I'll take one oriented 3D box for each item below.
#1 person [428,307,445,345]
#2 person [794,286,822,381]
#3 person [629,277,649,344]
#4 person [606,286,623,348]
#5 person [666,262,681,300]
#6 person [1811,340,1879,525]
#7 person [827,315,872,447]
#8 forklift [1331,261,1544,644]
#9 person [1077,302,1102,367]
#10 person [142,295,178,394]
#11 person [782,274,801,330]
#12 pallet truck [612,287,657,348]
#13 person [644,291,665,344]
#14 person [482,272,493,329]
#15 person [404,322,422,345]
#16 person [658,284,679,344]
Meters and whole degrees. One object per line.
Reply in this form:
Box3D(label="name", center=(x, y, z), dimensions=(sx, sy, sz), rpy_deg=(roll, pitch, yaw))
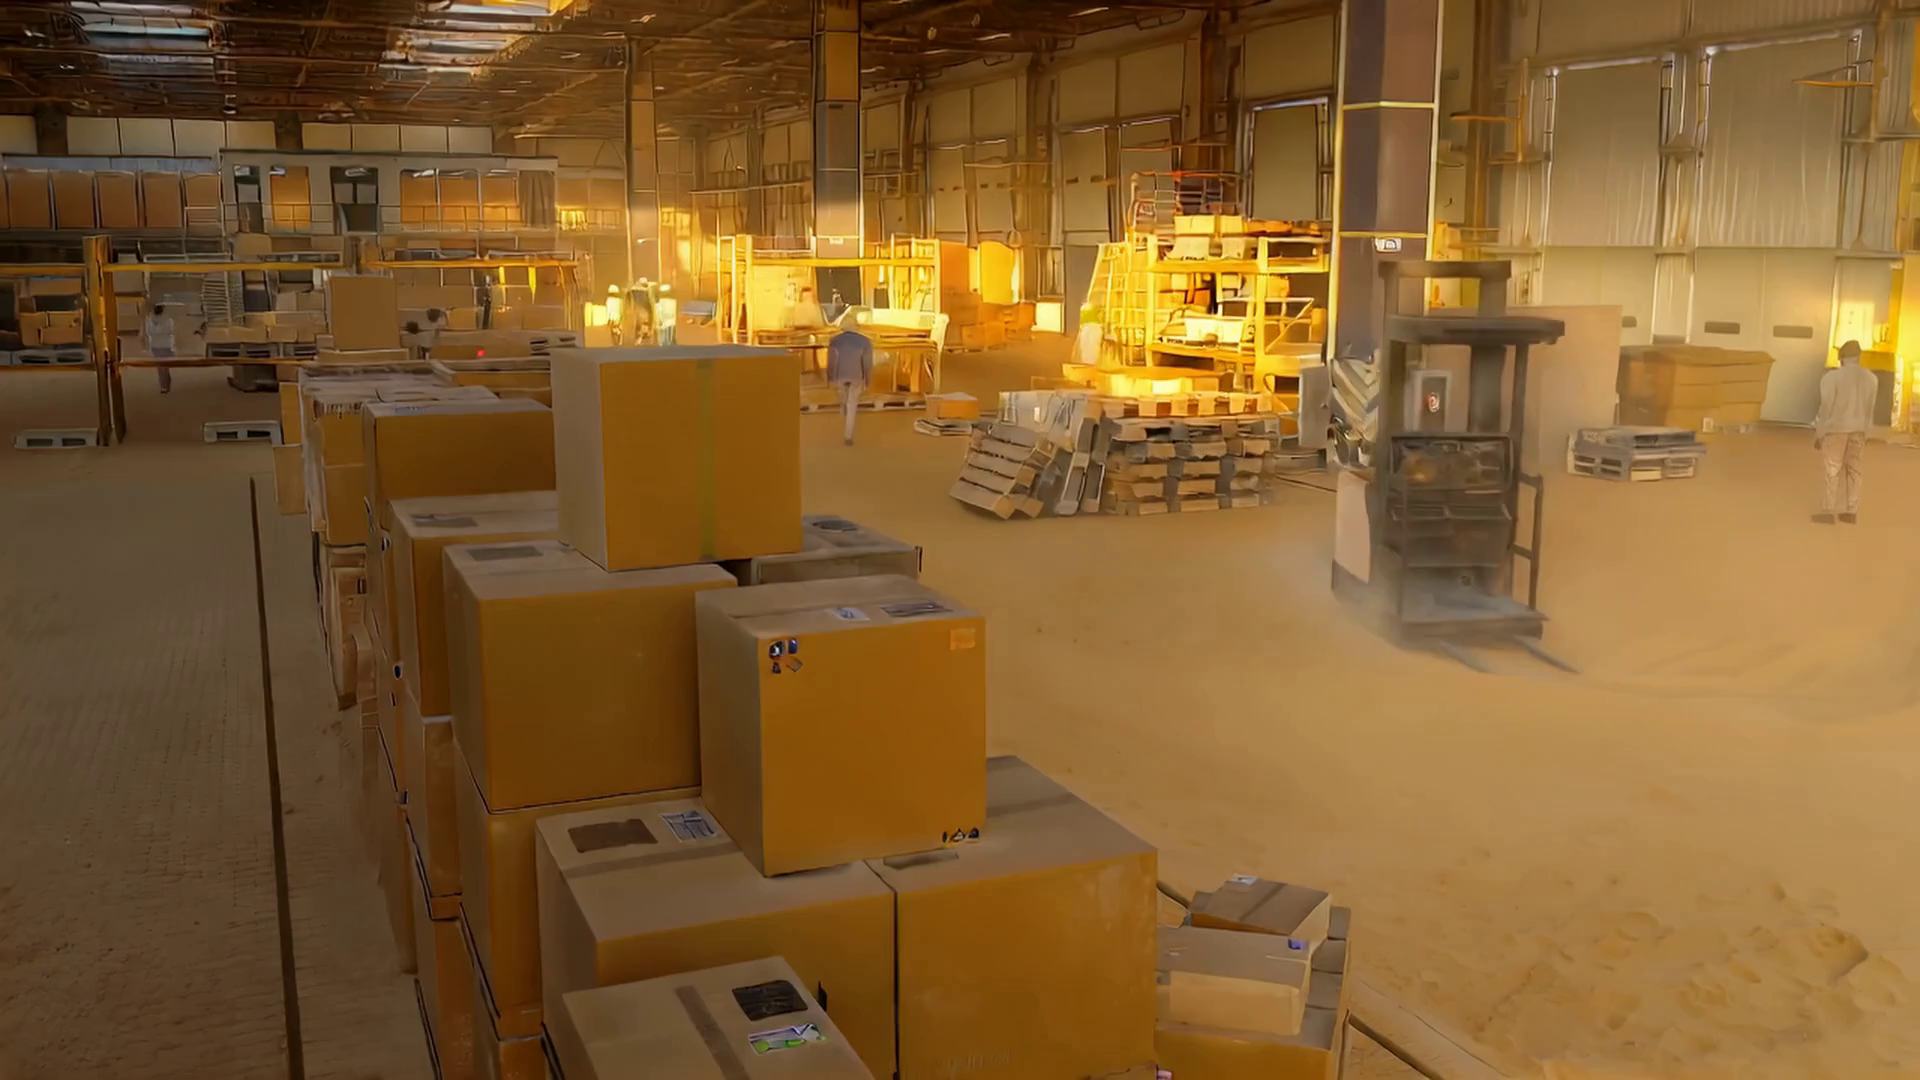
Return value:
Box3D(label="person", center=(-10.007, -3.612, 31.856), dimensions=(0.318, 1.697, 0.535), rpy_deg=(-7, 12, -34))
Box3D(label="person", center=(-3.201, -4.344, 35.067), dimensions=(0.609, 1.995, 0.376), rpy_deg=(-2, 10, -11))
Box3D(label="person", center=(-9.157, -6.515, 47.297), dimensions=(0.618, 1.911, 0.696), rpy_deg=(3, 11, 16))
Box3D(label="person", center=(-9.133, -5.831, 43.957), dimensions=(0.487, 1.744, 0.294), rpy_deg=(3, 11, 15))
Box3D(label="person", center=(-12.324, -10.970, 71.636), dimensions=(0.648, 1.972, 0.532), rpy_deg=(3, 11, 18))
Box3D(label="person", center=(9.271, -1.121, 17.458), dimensions=(0.636, 1.938, 0.354), rpy_deg=(-1, 10, -7))
Box3D(label="person", center=(-1.593, -2.336, 24.303), dimensions=(0.622, 1.880, 0.998), rpy_deg=(2, 10, 11))
Box3D(label="forklift", center=(3.683, -0.762, 12.888), dimensions=(1.129, 2.768, 1.873), rpy_deg=(-1, 10, -4))
Box3D(label="person", center=(2.165, -3.070, 28.230), dimensions=(0.393, 1.924, 0.555), rpy_deg=(7, 12, 33))
Box3D(label="person", center=(-15.446, -3.755, 32.084), dimensions=(0.606, 1.904, 0.685), rpy_deg=(0, 10, -2))
Box3D(label="person", center=(-5.107, -7.163, 50.882), dimensions=(0.558, 1.891, 0.961), rpy_deg=(5, 11, 26))
Box3D(label="pallet truck", center=(-6.464, -4.406, 35.401), dimensions=(0.823, 1.965, 1.885), rpy_deg=(6, 12, 32))
Box3D(label="person", center=(-6.879, -4.690, 37.471), dimensions=(0.676, 1.817, 0.644), rpy_deg=(5, 11, 24))
Box3D(label="person", center=(-14.984, -7.537, 52.864), dimensions=(0.368, 1.932, 0.623), rpy_deg=(-1, 10, -8))
Box3D(label="person", center=(-7.724, -2.145, 23.407), dimensions=(0.531, 1.829, 0.657), rpy_deg=(5, 12, 26))
Box3D(label="person", center=(-6.923, -5.076, 39.332), dimensions=(0.582, 1.919, 0.401), rpy_deg=(-8, 13, -38))
